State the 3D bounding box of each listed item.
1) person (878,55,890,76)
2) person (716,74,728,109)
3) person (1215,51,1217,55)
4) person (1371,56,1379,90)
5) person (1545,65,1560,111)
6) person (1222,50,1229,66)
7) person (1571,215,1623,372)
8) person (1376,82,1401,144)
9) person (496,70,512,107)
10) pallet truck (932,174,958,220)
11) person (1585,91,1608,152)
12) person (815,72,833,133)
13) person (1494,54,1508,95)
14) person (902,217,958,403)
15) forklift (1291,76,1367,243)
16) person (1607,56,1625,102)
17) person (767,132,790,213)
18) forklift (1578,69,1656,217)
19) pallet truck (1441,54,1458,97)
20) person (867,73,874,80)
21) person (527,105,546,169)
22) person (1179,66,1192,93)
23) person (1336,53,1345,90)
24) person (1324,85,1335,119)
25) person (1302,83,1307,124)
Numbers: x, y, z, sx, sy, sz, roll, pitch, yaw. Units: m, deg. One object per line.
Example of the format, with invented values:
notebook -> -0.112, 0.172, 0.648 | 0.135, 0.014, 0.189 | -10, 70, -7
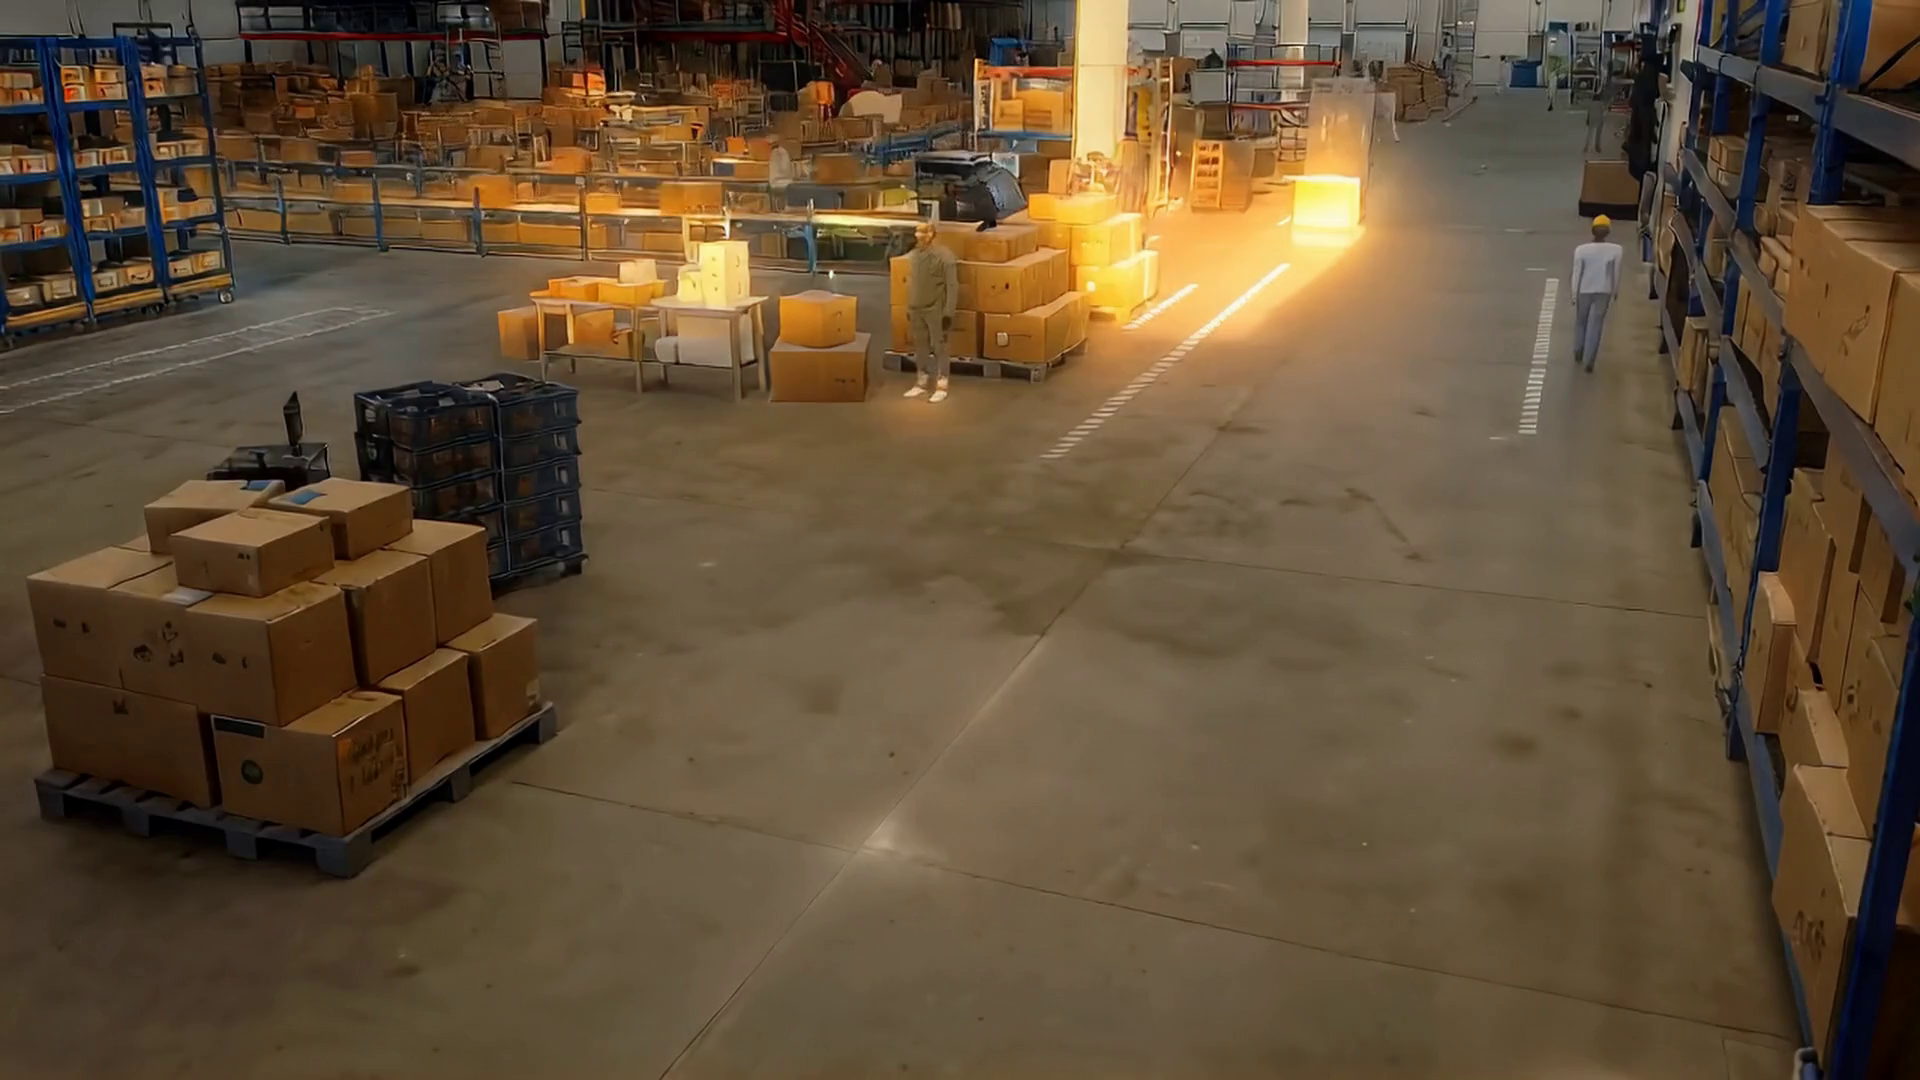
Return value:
person -> -3.631, -22.161, 79.389 | 0.571, 1.884, 0.975 | -1, 18, -2
person -> -7.844, -14.366, 54.843 | 0.374, 1.928, 0.542 | 5, 18, 17
person -> 13.828, -25.736, 90.724 | 0.932, 1.825, 0.557 | 15, 23, 39
person -> 19.485, -21.735, 78.067 | 0.355, 1.883, 0.574 | -2, 18, -7
person -> 24.088, -18.391, 67.631 | 0.522, 1.845, 0.808 | 7, 19, 22
person -> 14.678, -26.250, 92.367 | 0.536, 1.817, 0.699 | 2, 18, 7
person -> 7.208, -2.817, 18.884 | 0.526, 1.724, 0.894 | 7, 19, 20
person -> 13.141, -13.091, 50.974 | 0.651, 1.838, 1.051 | -7, 19, -21
person -> -17.905, -17.528, 65.150 | 0.884, 1.700, 0.496 | 5, 18, 16
pallet truck -> -0.507, -5.292, 27.348 | 0.653, 1.274, 1.630 | 6, 19, 19
person -> 18.301, -12.041, 47.862 | 0.534, 1.731, 0.803 | 11, 21, 30
person -> -4.510, -14.523, 55.241 | 0.608, 1.986, 0.391 | 1, 18, 4
person -> 26.238, -22.554, 80.567 | 0.539, 1.929, 0.645 | -3, 18, -9
person -> -0.329, -2.382, 17.227 | 0.642, 1.905, 0.399 | 16, 24, 41
forklift -> 6.598, -6.755, 29.381 | 1.129, 2.768, 1.873 | 6, 19, 19
person -> 29.281, -20.527, 74.015 | 0.714, 2.000, 0.571 | -13, 22, -36
person -> -3.244, -6.554, 30.515 | 0.855, 1.802, 0.615 | 2, 18, 7
forklift -> 13.219, -7.740, 32.475 | 1.873, 2.768, 1.129 | 6, 19, 18
pallet truck -> 22.765, -21.886, 78.355 | 0.823, 1.965, 1.885 | -4, 18, -14
person -> -3.233, -15.658, 59.122 | 0.841, 1.804, 0.586 | -1, 18, -2
person -> -10.814, -10.258, 42.427 | 0.494, 1.624, 0.283 | 6, 19, 18
person -> 8.437, -16.692, 62.133 | 0.545, 1.939, 0.354 | -10, 20, -29
person -> 19.614, -24.176, 85.752 | 0.416, 1.871, 0.611 | -14, 22, -37
person -> 12.789, -15.132, 57.639 | 0.559, 1.676, 0.484 | 5, 18, 16
person -> 11.482, -14.794, 56.200 | 0.386, 1.918, 0.595 | -6, 18, -17
